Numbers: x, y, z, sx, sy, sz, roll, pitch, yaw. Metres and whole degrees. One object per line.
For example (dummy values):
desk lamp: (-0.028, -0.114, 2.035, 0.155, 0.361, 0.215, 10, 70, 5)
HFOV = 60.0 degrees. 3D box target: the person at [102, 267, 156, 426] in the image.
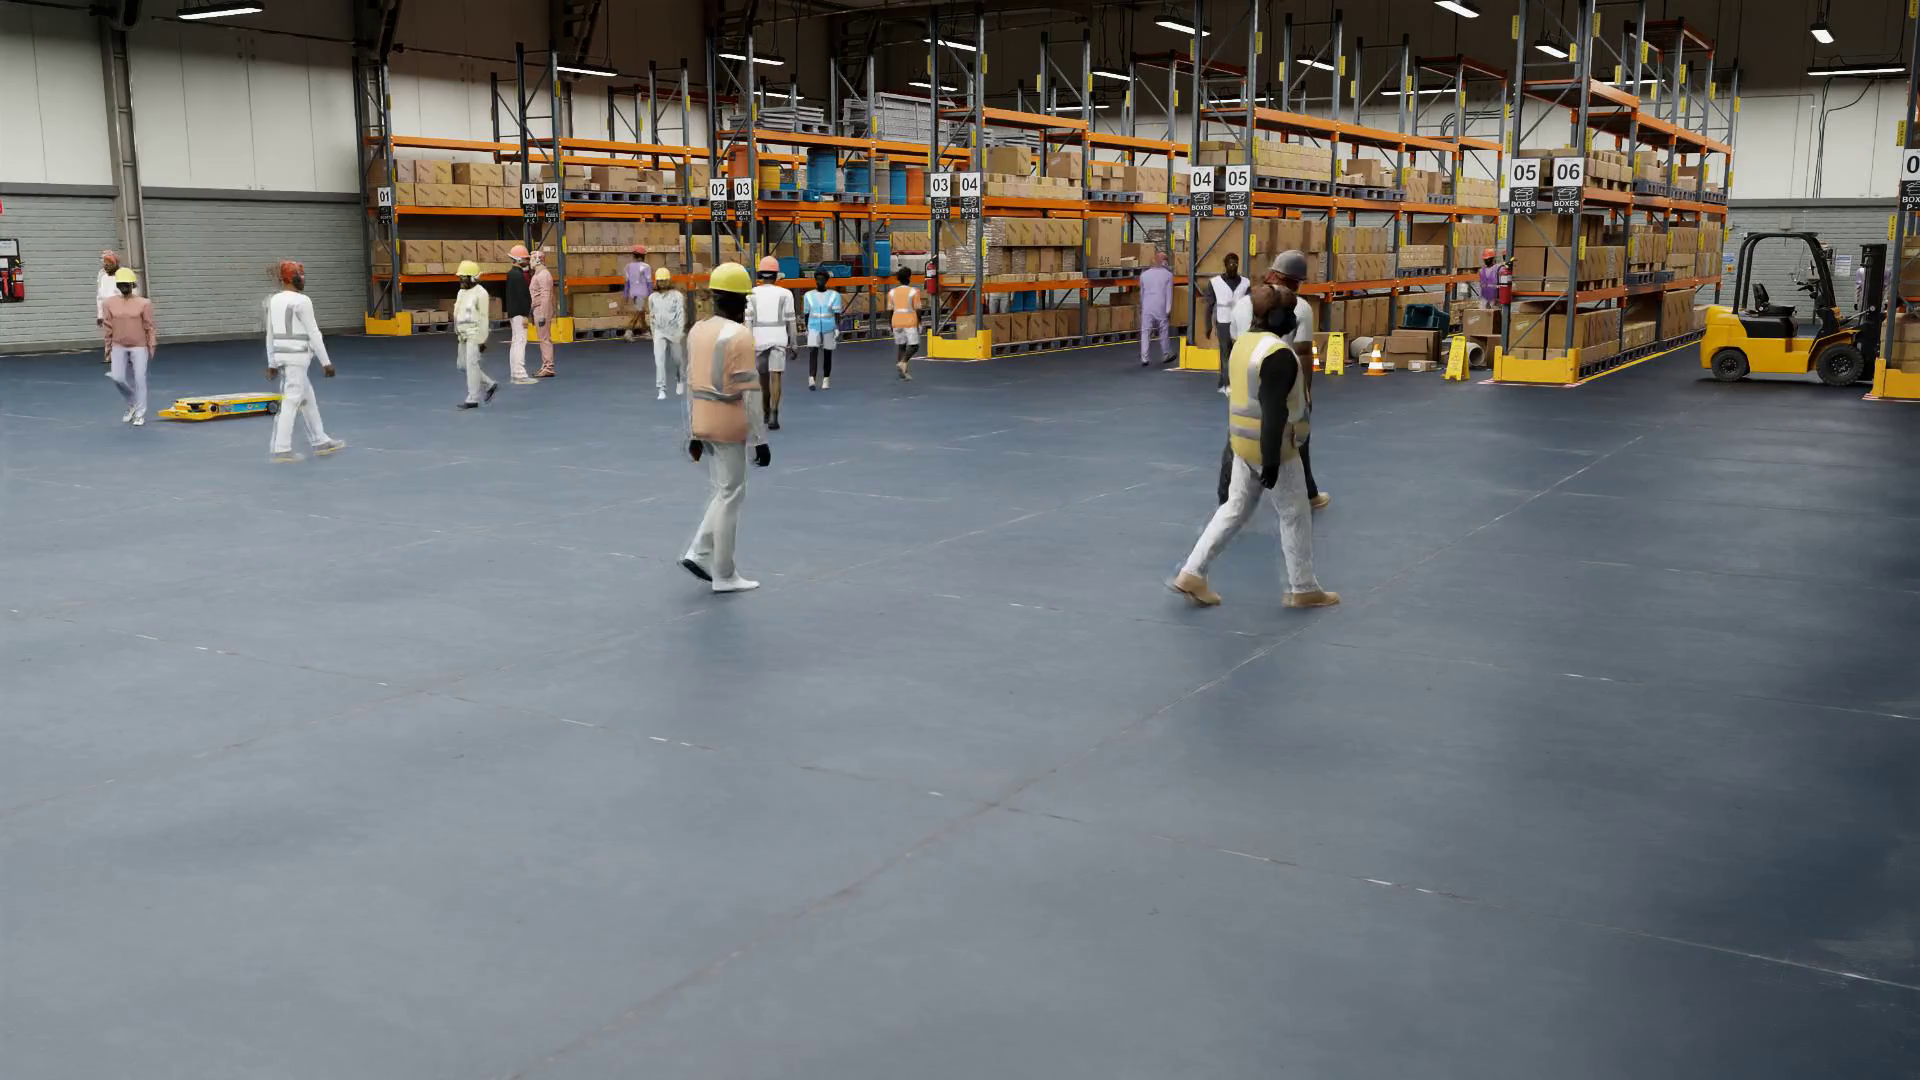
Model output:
person: (-9.215, -2.140, 18.455, 0.551, 1.751, 0.364, -2, 10, -13)

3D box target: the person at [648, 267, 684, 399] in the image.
person: (-3.842, -2.728, 21.881, 0.486, 1.716, 0.799, 0, 10, 2)

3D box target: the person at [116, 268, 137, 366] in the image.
person: (-13.728, -3.650, 27.302, 0.278, 1.624, 0.509, 7, 12, 34)

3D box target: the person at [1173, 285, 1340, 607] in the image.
person: (1.635, -0.507, 9.198, 0.930, 1.808, 0.634, -2, 10, -11)

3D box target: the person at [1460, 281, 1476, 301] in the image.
person: (12.542, -6.090, 41.022, 0.571, 1.605, 0.526, 1, 10, 7)

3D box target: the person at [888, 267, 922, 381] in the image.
person: (-0.820, -3.136, 24.233, 0.545, 1.685, 0.545, 5, 11, 27)

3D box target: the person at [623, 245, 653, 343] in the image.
person: (-6.600, -5.034, 34.043, 0.624, 1.998, 1.041, 6, 12, 31)

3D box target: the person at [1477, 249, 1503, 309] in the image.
person: (10.517, -4.835, 33.167, 0.892, 1.893, 0.555, -10, 14, -43)

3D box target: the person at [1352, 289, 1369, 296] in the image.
person: (8.893, -5.514, 36.958, 0.559, 1.893, 0.957, 7, 12, 34)

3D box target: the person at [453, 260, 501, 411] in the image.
person: (-5.909, -2.490, 20.251, 0.566, 1.817, 0.610, -9, 13, -40)

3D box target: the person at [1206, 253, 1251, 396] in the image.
person: (3.633, -2.856, 22.134, 0.616, 1.879, 0.927, -3, 11, -15)

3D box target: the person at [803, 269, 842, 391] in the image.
person: (-1.895, -2.865, 22.781, 0.540, 1.657, 0.837, 0, 10, 1)

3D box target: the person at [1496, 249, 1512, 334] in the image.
person: (12.248, -5.580, 37.332, 0.566, 1.899, 0.896, 5, 11, 26)

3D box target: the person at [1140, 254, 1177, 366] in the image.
person: (3.277, -3.827, 27.667, 0.667, 1.839, 1.024, 6, 12, 29)

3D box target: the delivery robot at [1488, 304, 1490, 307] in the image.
delivery robot: (13.026, -5.618, 41.053, 0.477, 0.478, 0.707, -1, 10, -4)

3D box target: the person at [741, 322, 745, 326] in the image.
person: (-3.426, -3.236, 25.028, 0.738, 1.611, 0.519, -9, 13, -40)

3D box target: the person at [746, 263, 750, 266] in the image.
person: (-4.556, -5.204, 36.030, 0.504, 1.612, 0.658, 5, 11, 27)

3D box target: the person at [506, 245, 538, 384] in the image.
person: (-6.335, -3.245, 23.991, 0.395, 1.992, 0.622, -5, 11, -25)

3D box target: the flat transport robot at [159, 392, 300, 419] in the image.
flat transport robot: (-8.555, -1.588, 19.538, 0.652, 0.197, 1.431, 6, 12, 30)

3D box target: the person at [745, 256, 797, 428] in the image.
person: (-2.097, -2.191, 18.407, 0.565, 1.891, 0.999, 0, 10, -1)

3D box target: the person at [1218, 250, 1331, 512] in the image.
person: (2.350, -1.200, 12.409, 0.712, 2.000, 0.870, 8, 13, 38)

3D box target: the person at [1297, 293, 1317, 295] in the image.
person: (7.410, -5.304, 35.473, 0.644, 2.009, 0.908, 7, 12, 35)

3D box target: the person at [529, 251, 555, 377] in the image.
person: (-6.370, -3.422, 25.232, 0.403, 1.906, 0.651, -3, 11, -16)

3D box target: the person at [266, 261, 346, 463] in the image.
person: (-6.110, -1.669, 15.582, 0.584, 1.845, 0.908, 8, 13, 39)

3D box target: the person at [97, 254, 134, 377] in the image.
person: (-12.884, -3.441, 25.481, 0.585, 1.860, 0.740, 4, 11, 21)

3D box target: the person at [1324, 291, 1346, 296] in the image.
person: (9.130, -6.174, 40.410, 0.612, 1.991, 0.392, 2, 10, 10)

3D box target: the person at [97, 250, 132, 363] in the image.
person: (-14.259, -3.918, 28.014, 0.650, 1.906, 0.401, 4, 11, 19)

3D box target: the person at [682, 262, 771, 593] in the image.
person: (-1.335, -0.637, 9.615, 0.418, 1.912, 0.599, -7, 12, -35)

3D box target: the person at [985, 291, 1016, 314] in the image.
person: (0.798, -4.815, 32.991, 0.623, 1.933, 0.371, 0, 10, 2)

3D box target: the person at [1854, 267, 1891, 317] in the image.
person: (17.277, -4.552, 31.533, 0.585, 1.919, 0.391, 6, 12, 29)
